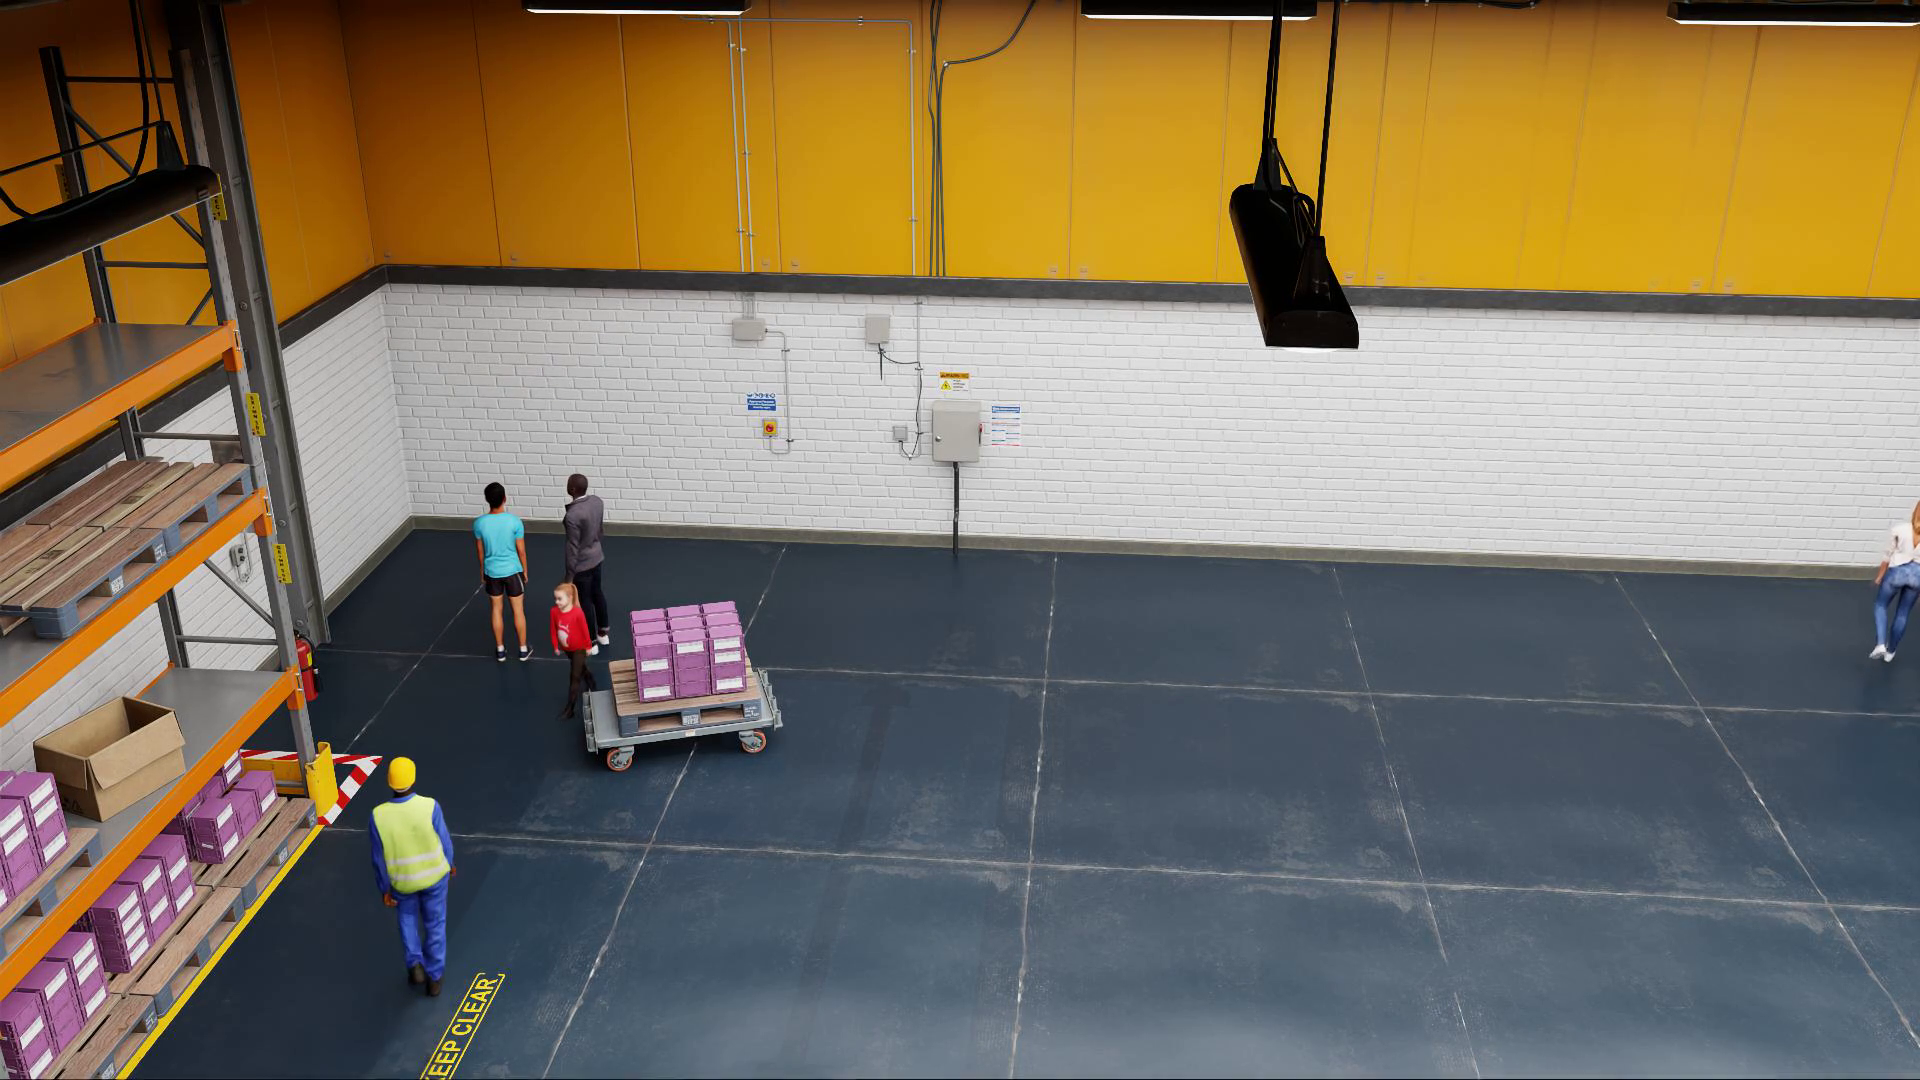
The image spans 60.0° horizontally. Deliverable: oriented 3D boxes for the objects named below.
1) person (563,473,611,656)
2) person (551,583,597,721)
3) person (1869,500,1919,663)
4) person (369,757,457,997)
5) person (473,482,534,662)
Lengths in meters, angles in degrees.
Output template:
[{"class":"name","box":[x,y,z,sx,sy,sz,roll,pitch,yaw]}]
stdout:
[{"class":"person","box":[-3.555,0.218,15.835,0.843,1.818,0.655,9,25,21]},{"class":"person","box":[-3.419,0.940,14.899,0.641,1.243,0.998,6,24,14]},{"class":"person","box":[8.822,0.402,15.541,0.794,1.714,0.910,12,26,25]},{"class":"person","box":[-3.632,2.288,11.118,0.754,1.802,0.750,-6,24,-14]},{"class":"person","box":[-4.311,0.308,15.683,0.652,1.773,0.589,-3,24,-7]}]
